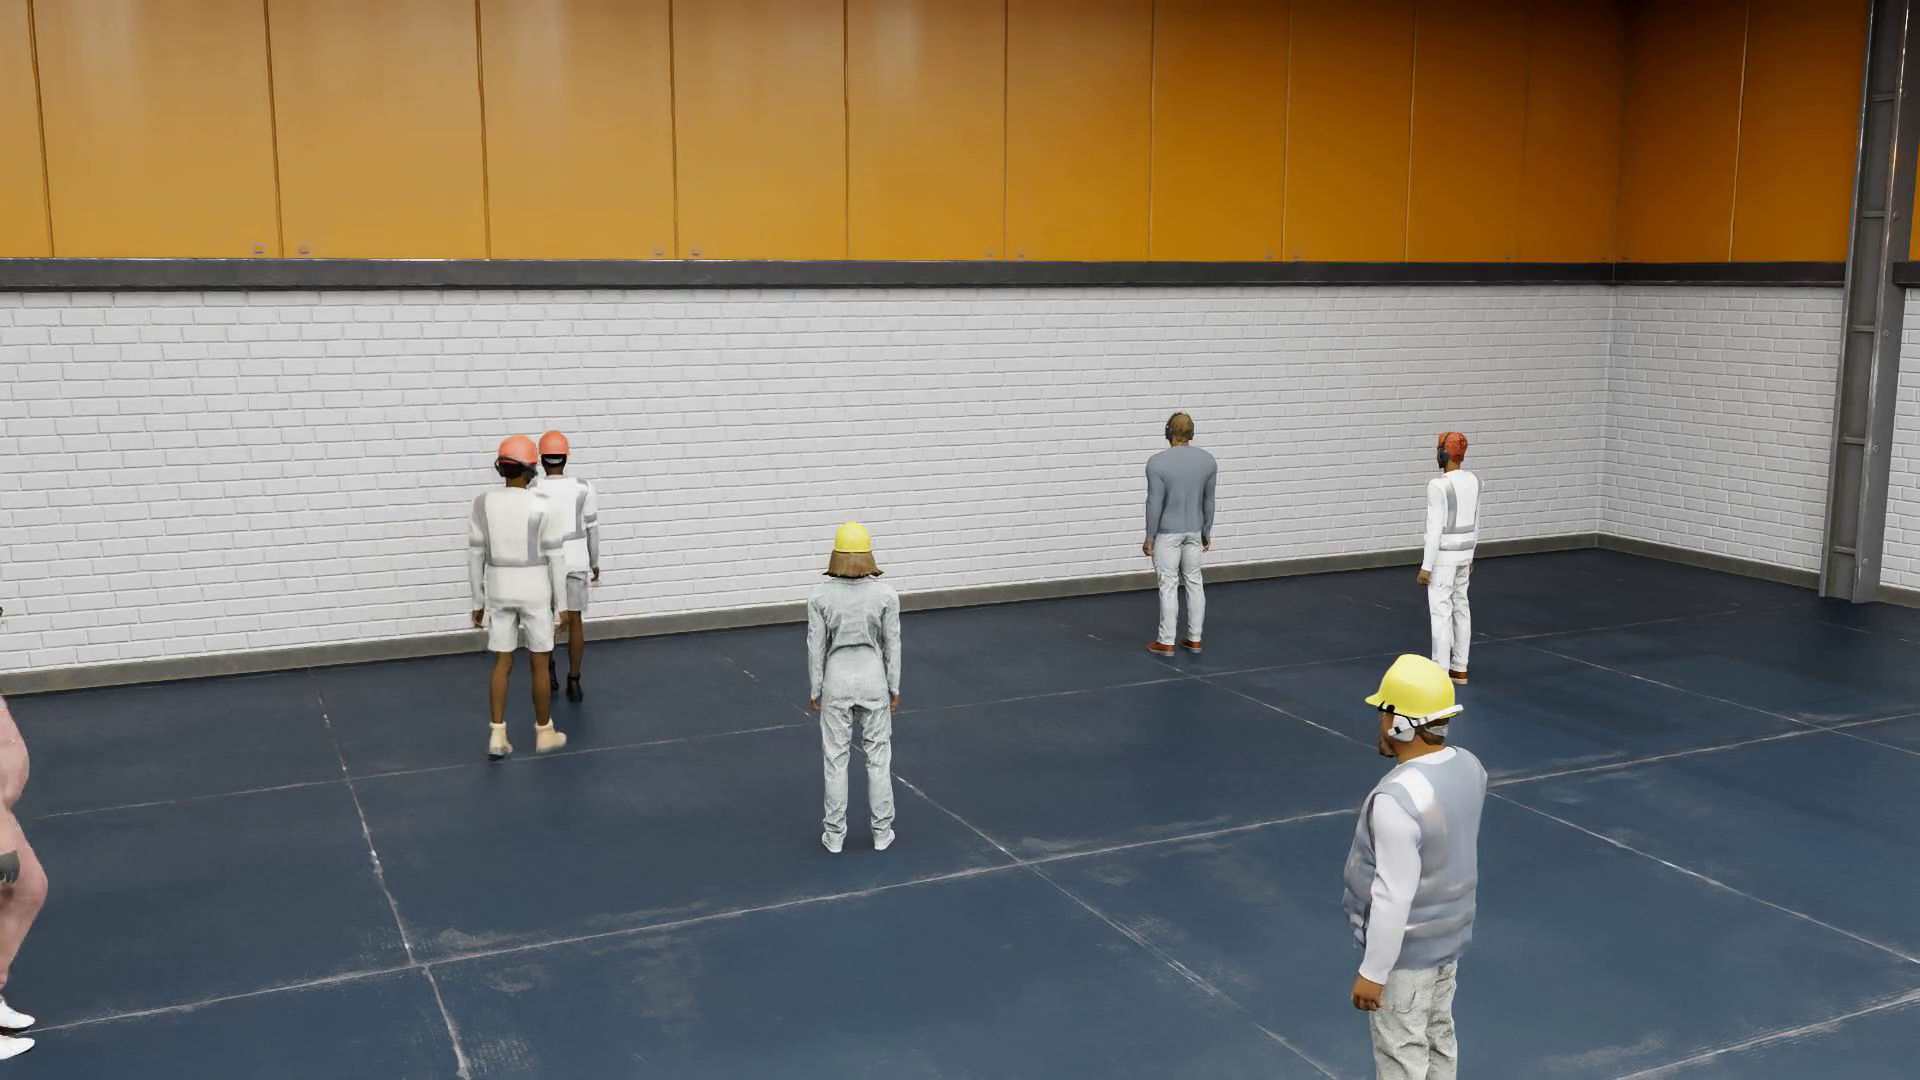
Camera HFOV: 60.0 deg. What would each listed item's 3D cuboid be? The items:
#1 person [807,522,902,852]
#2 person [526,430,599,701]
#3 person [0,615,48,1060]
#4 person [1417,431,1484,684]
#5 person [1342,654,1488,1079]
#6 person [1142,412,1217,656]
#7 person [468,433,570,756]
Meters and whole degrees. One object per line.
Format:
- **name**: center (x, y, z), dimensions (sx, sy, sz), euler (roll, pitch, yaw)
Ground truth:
- **person**: center (-0.552, 0.769, 8.723), dimensions (0.492, 1.742, 0.300), euler (-1, 9, -6)
- **person**: center (-2.876, 0.166, 11.957), dimensions (0.566, 1.907, 0.820), euler (-3, 10, -16)
- **person**: center (-3.749, 1.075, 6.373), dimensions (0.489, 1.887, 0.680), euler (-6, 11, -32)
- **person**: center (3.561, 0.147, 12.142), dimensions (0.584, 1.882, 0.348), euler (-7, 12, -38)
- **person**: center (1.432, 1.269, 5.341), dimensions (0.403, 1.833, 0.586), euler (7, 12, 39)
- **person**: center (1.729, -0.048, 13.183), dimensions (0.637, 1.938, 0.357), euler (-4, 10, -25)
- **person**: center (-2.755, 0.350, 10.427), dimensions (0.622, 2.046, 0.437), euler (1, 9, 8)
